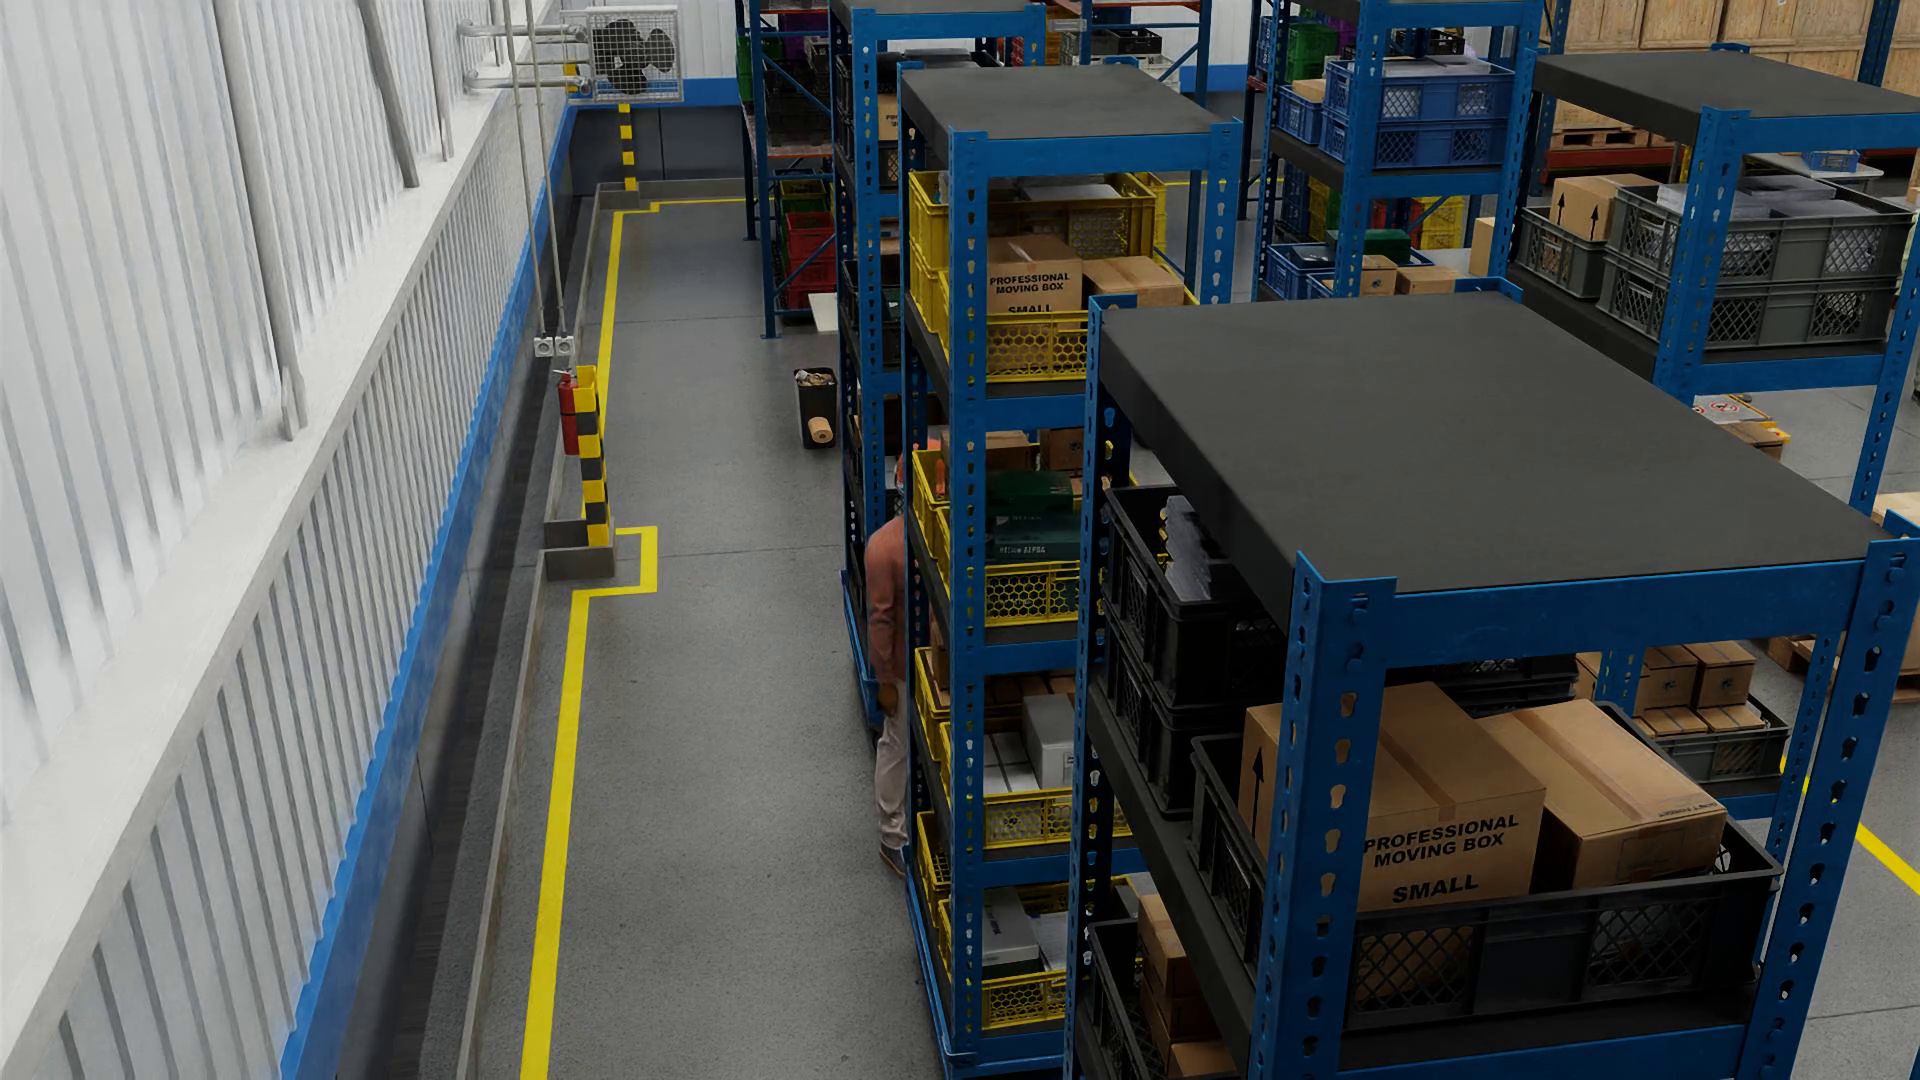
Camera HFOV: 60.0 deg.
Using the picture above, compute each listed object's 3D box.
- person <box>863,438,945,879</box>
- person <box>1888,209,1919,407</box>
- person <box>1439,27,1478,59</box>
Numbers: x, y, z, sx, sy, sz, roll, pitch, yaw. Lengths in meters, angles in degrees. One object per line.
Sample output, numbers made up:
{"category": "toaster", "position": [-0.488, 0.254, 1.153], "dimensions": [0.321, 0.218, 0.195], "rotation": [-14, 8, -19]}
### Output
{"category": "person", "position": [-0.149, 0.498, 7.134], "dimensions": [0.383, 1.996, 0.609], "rotation": [20, 31, 36]}
{"category": "person", "position": [7.331, -1.888, 12.512], "dimensions": [0.591, 1.834, 0.404], "rotation": [6, 25, 12]}
{"category": "person", "position": [5.648, -5.059, 19.295], "dimensions": [0.374, 1.933, 0.625], "rotation": [-18, 30, -33]}
